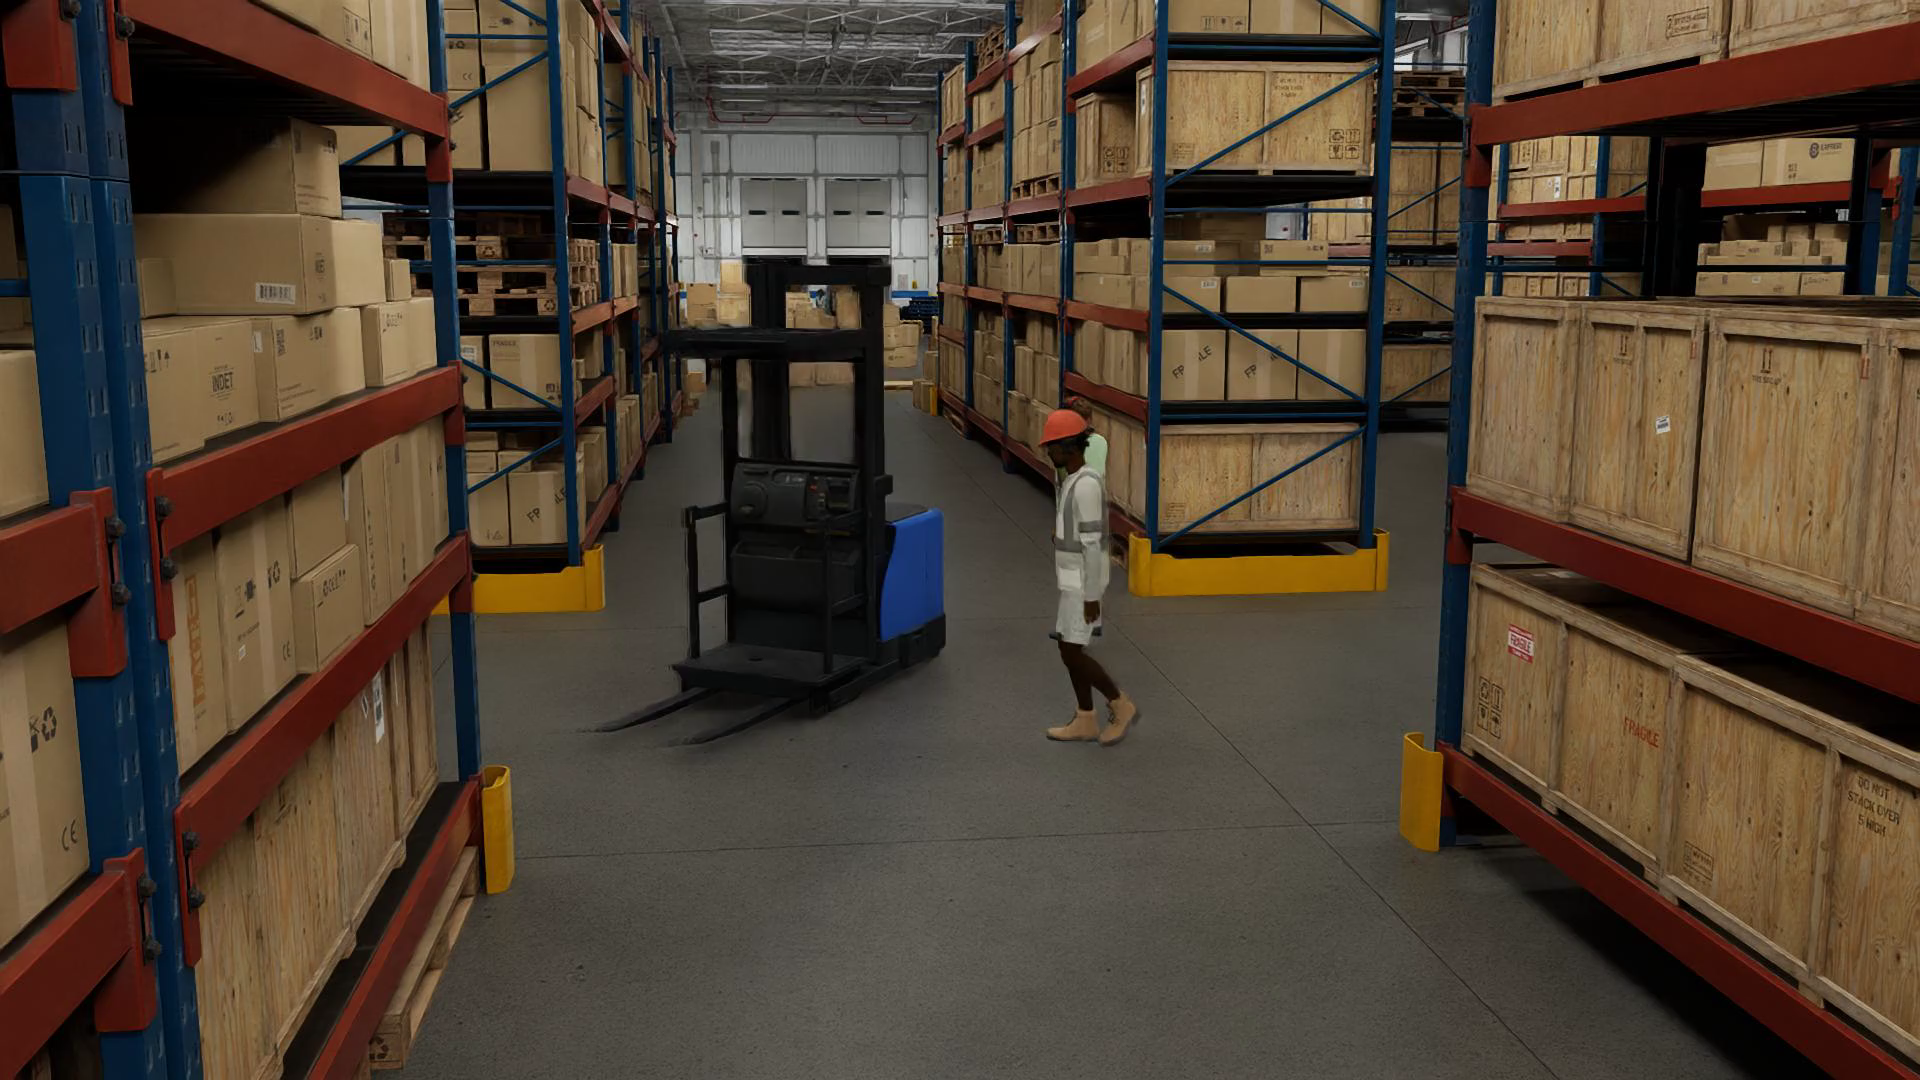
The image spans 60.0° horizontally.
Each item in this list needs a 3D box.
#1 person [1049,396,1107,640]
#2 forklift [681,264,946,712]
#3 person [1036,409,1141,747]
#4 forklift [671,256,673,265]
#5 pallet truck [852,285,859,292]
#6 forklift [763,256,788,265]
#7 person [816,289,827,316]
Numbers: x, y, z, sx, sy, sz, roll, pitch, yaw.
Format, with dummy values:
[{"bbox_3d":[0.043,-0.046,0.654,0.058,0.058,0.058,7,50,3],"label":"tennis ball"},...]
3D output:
[{"bbox_3d":[0.906,-0.155,12.478,0.372,1.843,0.570,7,12,37],"label":"person"},{"bbox_3d":[-0.934,-0.460,11.243,1.129,2.768,1.873,4,11,24],"label":"forklift"},{"bbox_3d":[0.740,0.240,9.708,0.594,2.008,0.645,-1,10,-4],"label":"person"},{"bbox_3d":[-10.987,-9.066,61.344,1.129,2.768,1.873,-1,10,-7],"label":"forklift"},{"bbox_3d":[-3.782,-9.391,65.808,1.885,1.965,0.823,2,10,10],"label":"pallet truck"},{"bbox_3d":[-6.675,-8.875,60.234,1.129,2.768,1.873,0,10,-3],"label":"forklift"},{"bbox_3d":[-5.135,-8.466,61.502,0.531,1.620,0.506,4,11,22],"label":"person"}]
